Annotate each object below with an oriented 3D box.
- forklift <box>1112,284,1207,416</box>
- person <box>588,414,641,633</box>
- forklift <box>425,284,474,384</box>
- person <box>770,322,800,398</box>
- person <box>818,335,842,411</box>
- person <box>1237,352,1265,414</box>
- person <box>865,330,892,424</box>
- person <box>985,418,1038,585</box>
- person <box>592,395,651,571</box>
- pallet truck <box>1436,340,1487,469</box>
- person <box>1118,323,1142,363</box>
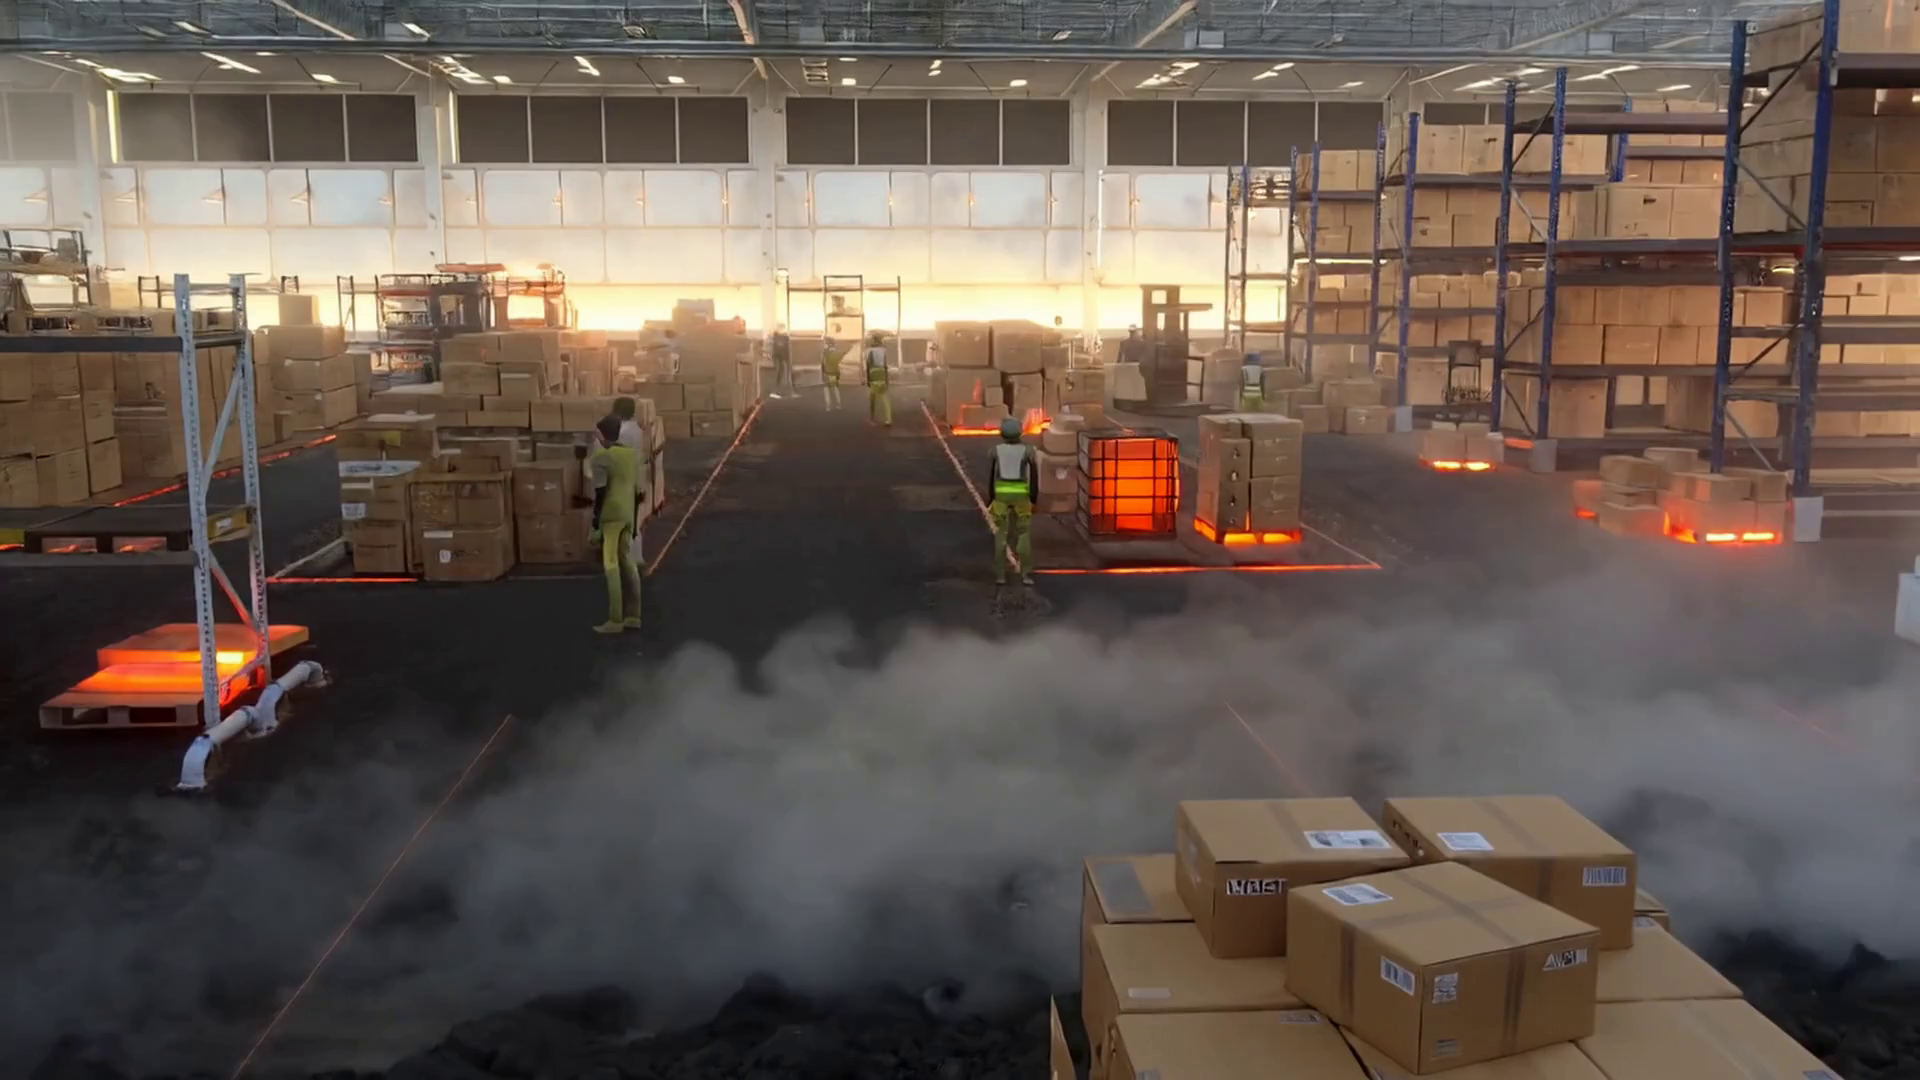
[{"bbox_3d":[4.323,-4.160,36.151,1.129,2.768,1.873,-8,12,-41],"label":"forklift"},{"bbox_3d":[-2.929,-0.139,14.088,0.327,1.865,0.517,6,11,35],"label":"person"},{"bbox_3d":[-11.460,-4.404,37.686,1.129,2.768,1.873,-5,10,-28],"label":"forklift"},{"bbox_3d":[-4.325,-4.393,40.740,0.837,1.879,0.699,6,11,34],"label":"person"},{"bbox_3d":[-2.913,-3.730,37.197,0.538,1.688,0.363,-4,10,-22],"label":"person"},{"bbox_3d":[5.368,-2.640,30.572,0.524,1.615,0.701,-1,9,-8],"label":"person"},{"bbox_3d":[-1.636,-3.284,33.703,0.553,1.914,0.825,-4,10,-23],"label":"person"},{"bbox_3d":[0.503,-0.368,16.220,0.514,1.641,0.315,1,9,6],"label":"person"},{"bbox_3d":[-3.436,-0.561,16.861,0.645,1.825,0.566,4,10,26],"label":"person"},{"bbox_3d":[8.004,-2.170,26.422,0.823,1.965,1.885,2,9,14],"label":"pallet truck"},{"bbox_3d":[3.837,-3.891,37.360,0.647,1.946,0.980,-2,9,-13],"label":"person"}]
